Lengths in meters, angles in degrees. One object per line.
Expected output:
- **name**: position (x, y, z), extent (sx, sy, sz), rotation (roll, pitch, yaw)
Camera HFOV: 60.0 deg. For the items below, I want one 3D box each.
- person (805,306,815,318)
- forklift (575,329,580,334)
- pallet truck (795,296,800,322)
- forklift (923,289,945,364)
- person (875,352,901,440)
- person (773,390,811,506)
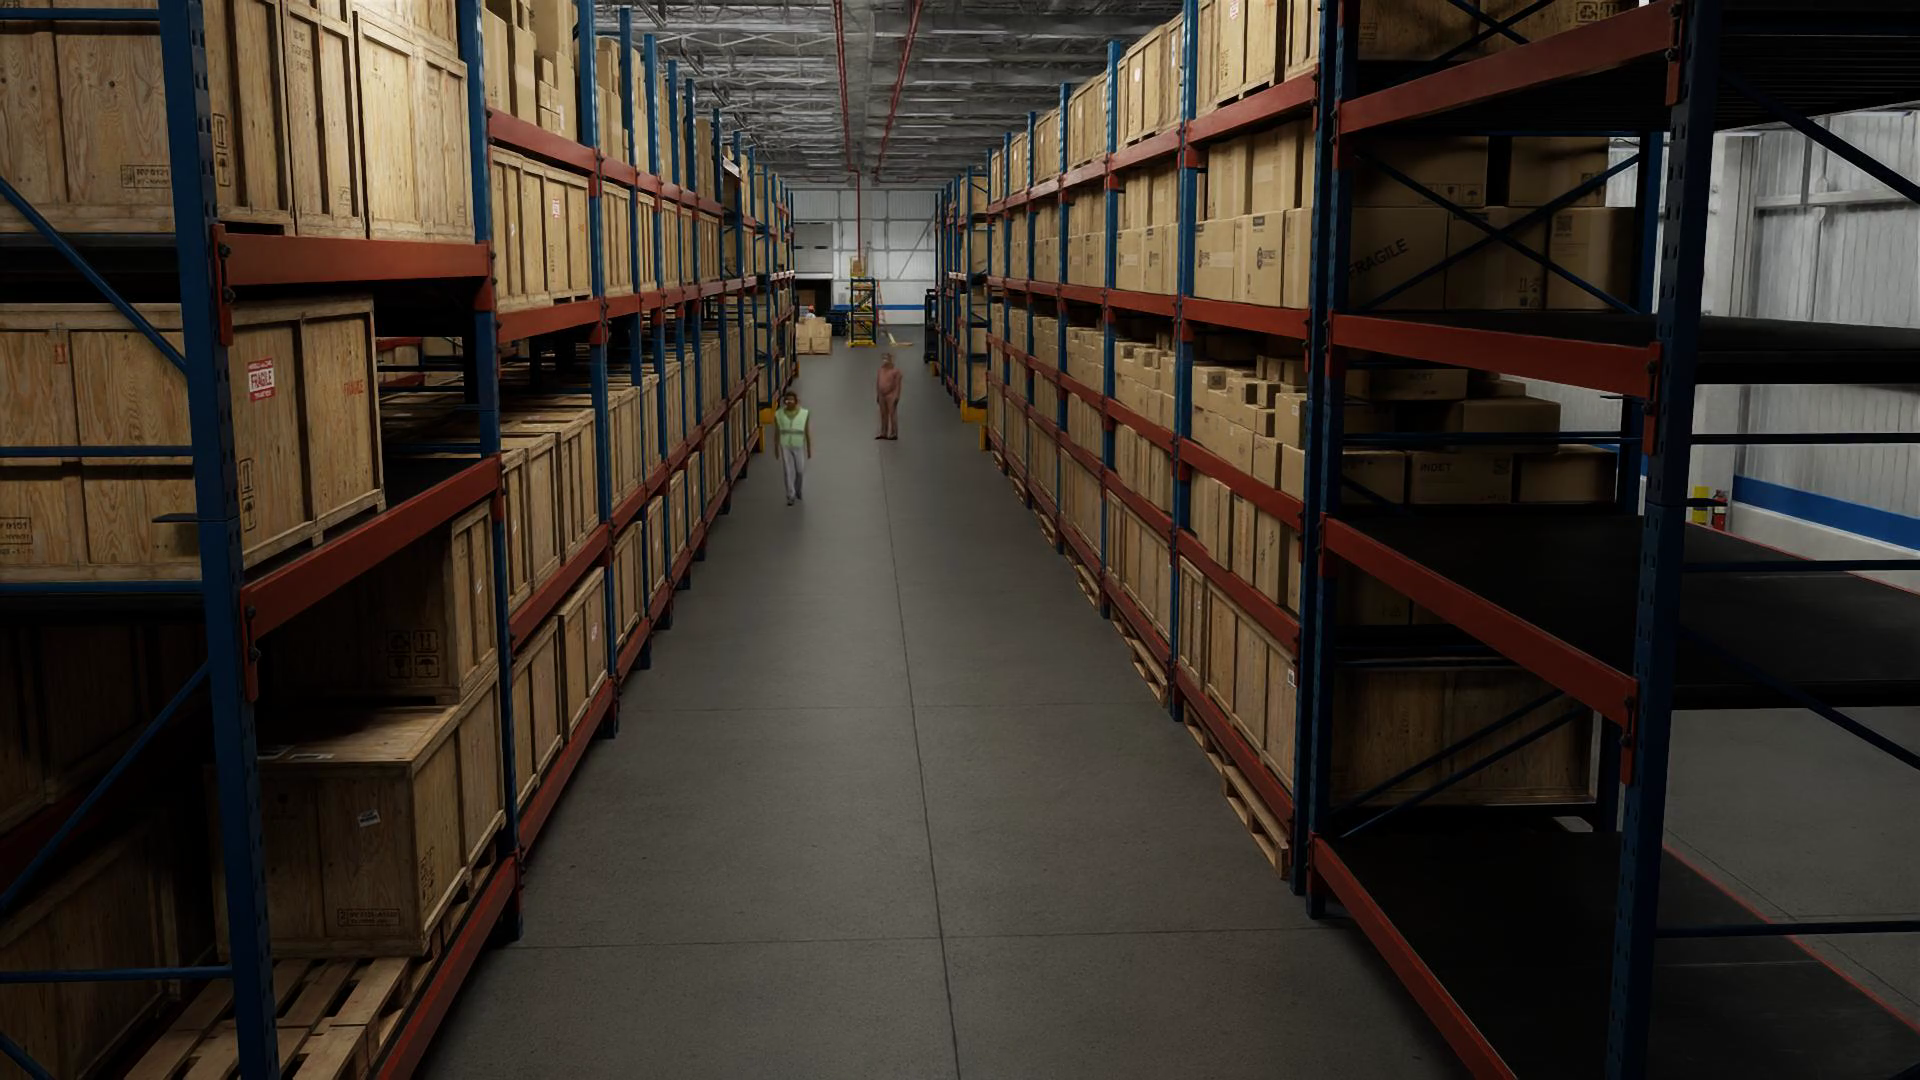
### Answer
- **person**: position (-6.514, -9.284, 72.773), extent (0.544, 1.930, 0.395), rotation (8, 12, 40)
- **forklift**: position (-9.117, -4.455, 41.079), extent (1.129, 2.768, 1.873), rotation (-1, 10, -4)
- **pallet truck**: position (-8.622, -12.439, 91.403), extent (1.885, 1.965, 0.823), rotation (2, 10, 13)
- **forklift**: position (-0.807, -8.115, 62.942), extent (1.129, 2.768, 1.873), rotation (-1, 10, -3)
- **person**: position (-1.571, -3.104, 35.922), extent (0.646, 1.904, 0.401), rotation (8, 13, 41)
- **person**: position (-2.657, -1.458, 26.305), extent (0.588, 1.826, 0.445), rotation (-1, 10, -5)
